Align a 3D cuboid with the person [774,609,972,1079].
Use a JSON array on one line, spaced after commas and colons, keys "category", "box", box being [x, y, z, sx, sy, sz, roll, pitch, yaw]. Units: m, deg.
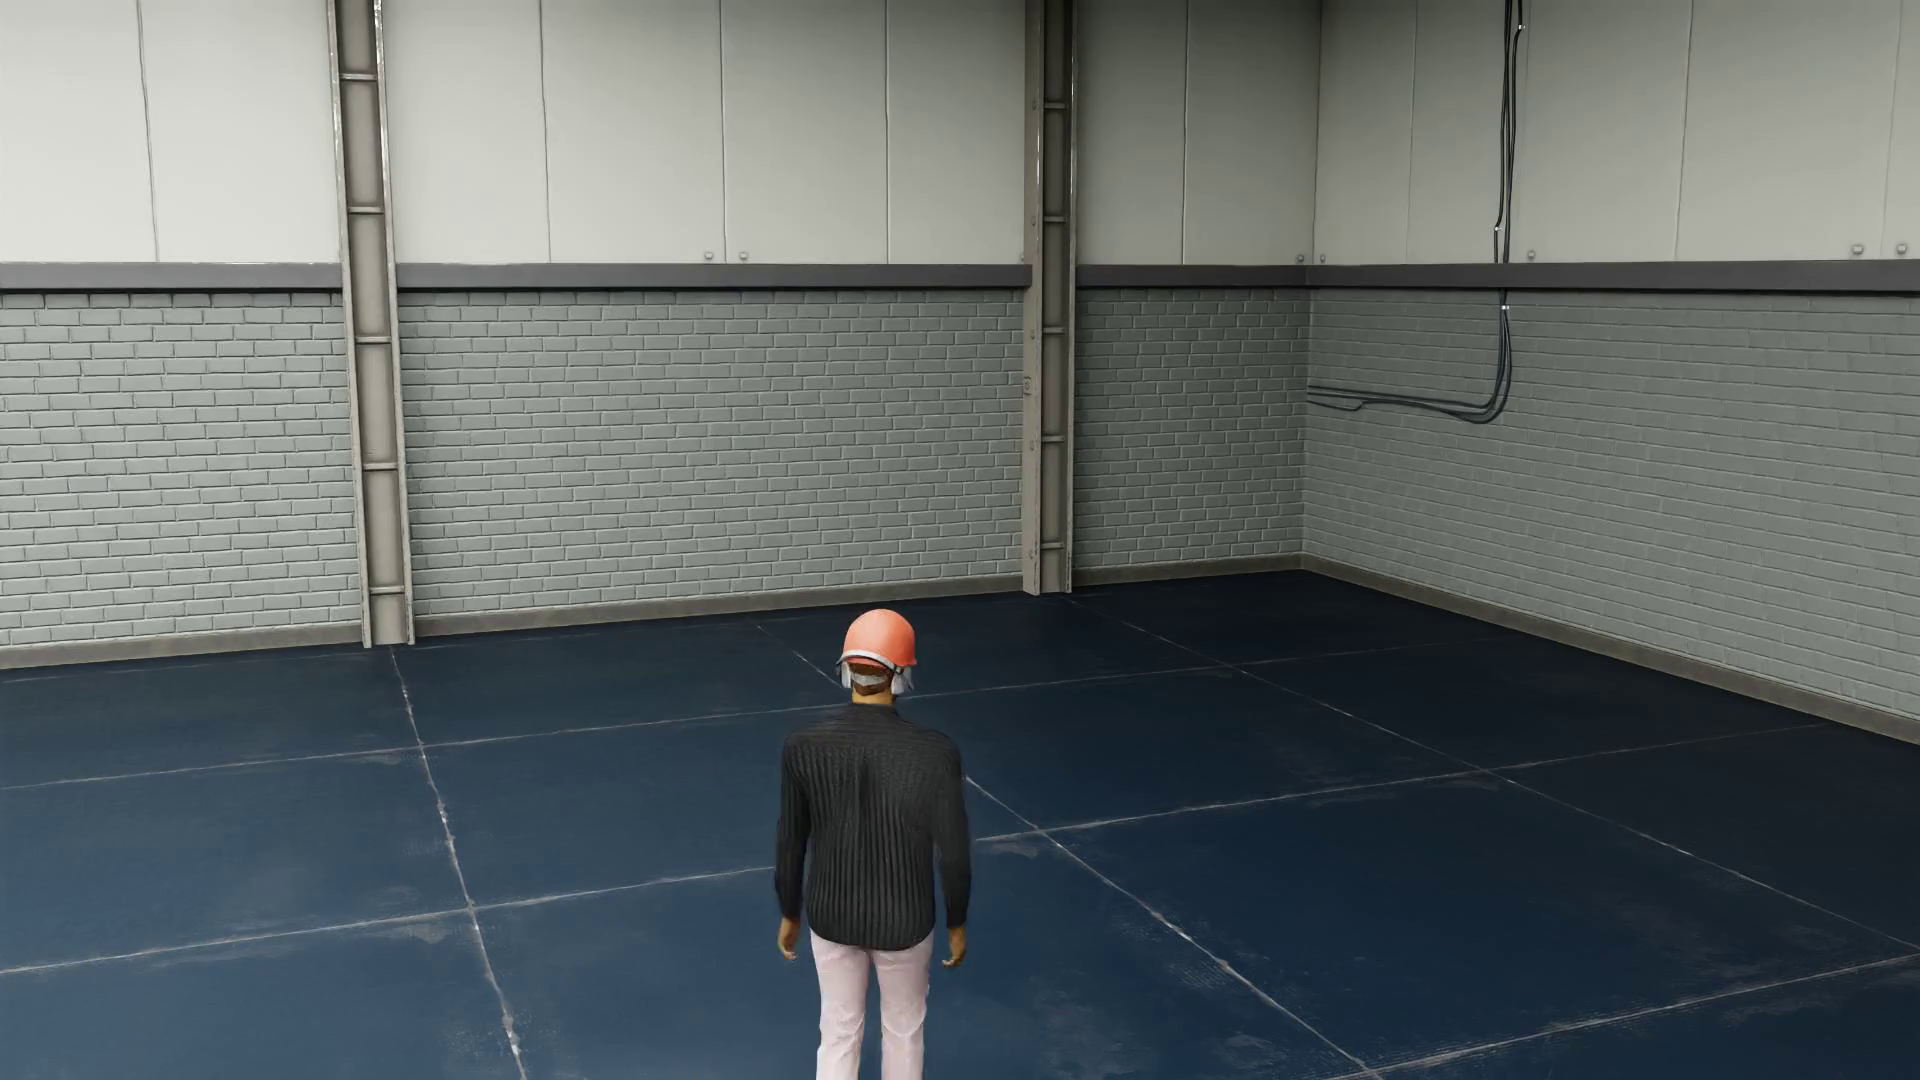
[{"category": "person", "box": [-0.275, 1.201, 5.417, 0.646, 1.987, 0.499, 2, 9, 11]}]
